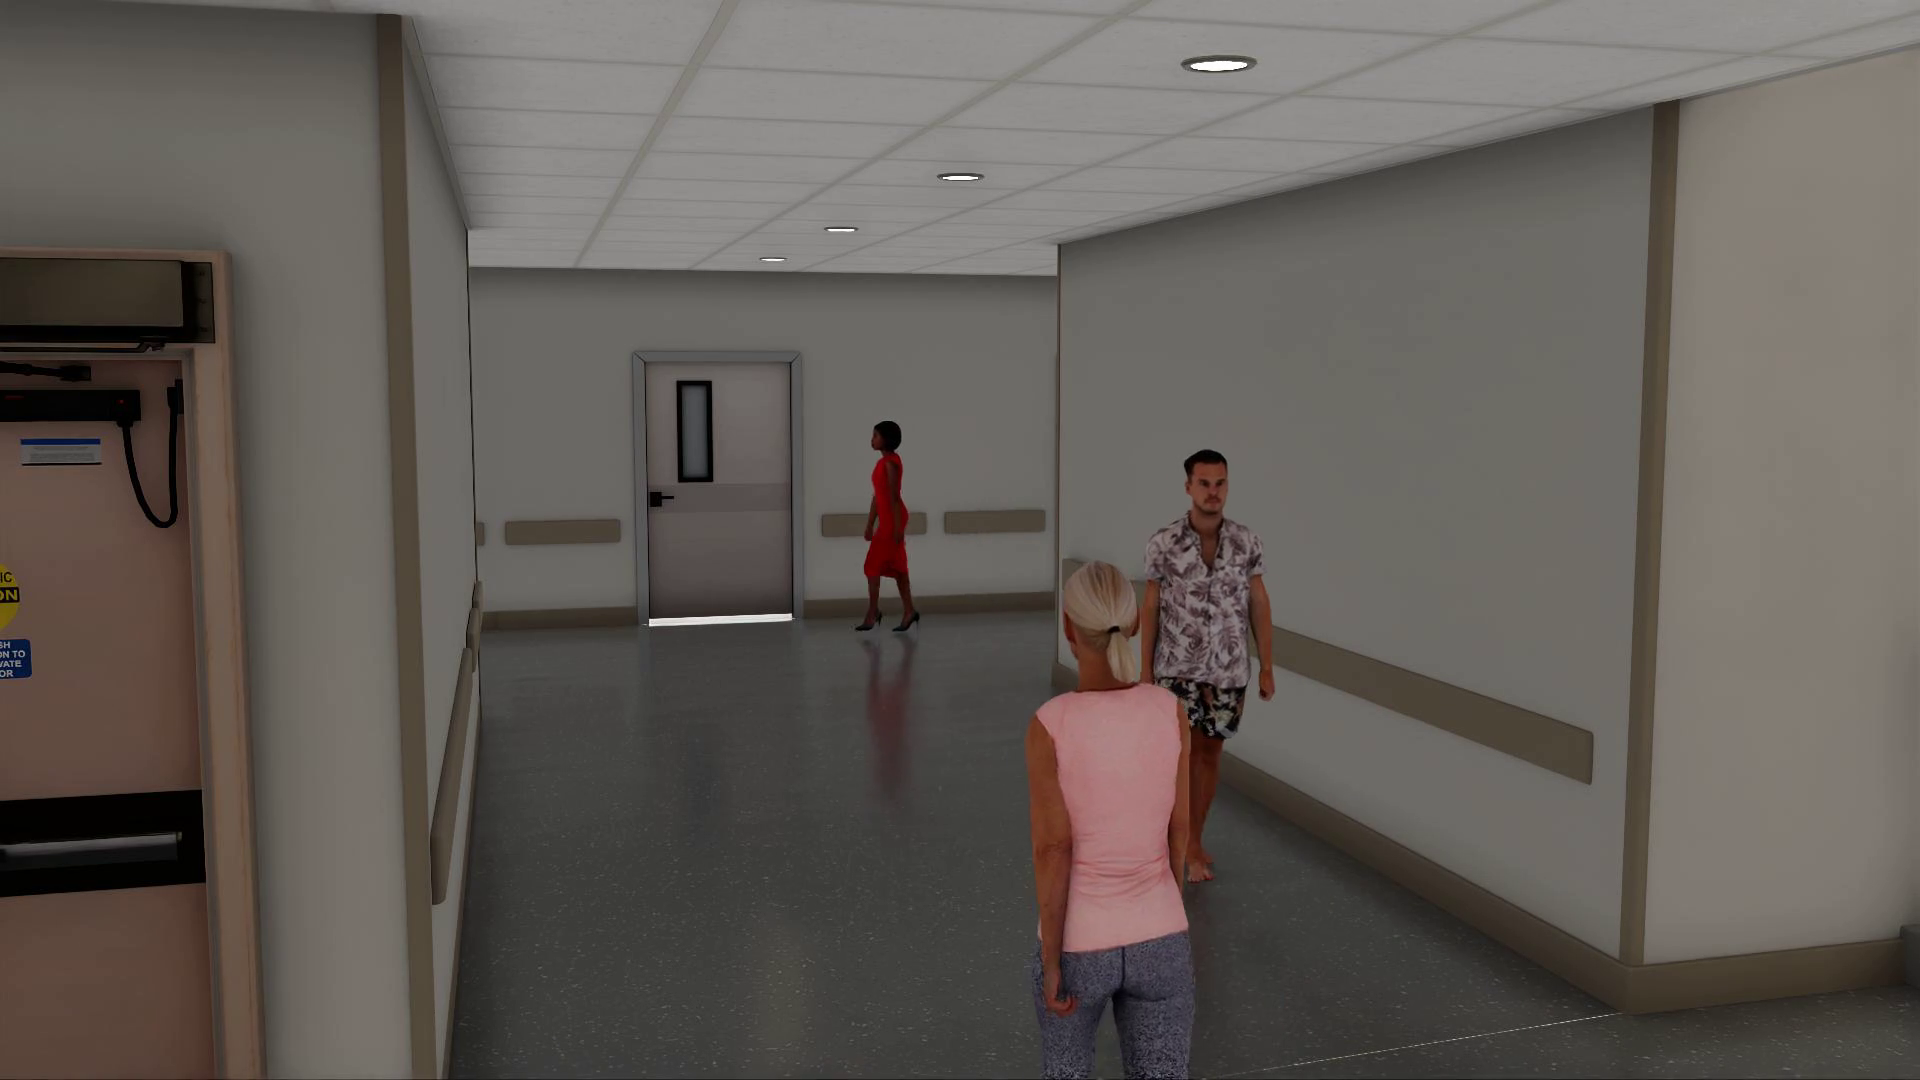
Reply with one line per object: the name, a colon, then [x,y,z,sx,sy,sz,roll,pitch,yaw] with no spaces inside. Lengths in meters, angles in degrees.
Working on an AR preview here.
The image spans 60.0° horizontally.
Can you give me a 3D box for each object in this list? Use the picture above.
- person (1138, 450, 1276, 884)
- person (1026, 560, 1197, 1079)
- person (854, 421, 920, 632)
person: [1.015,0.521,7.142,0.932,1.789,0.825,-1,6,-8]
person: [0.364,0.925,3.591,1.089,1.697,0.715,-1,6,-6]
person: [-0.479,-0.096,13.591,0.779,1.726,0.633,-1,6,-11]
